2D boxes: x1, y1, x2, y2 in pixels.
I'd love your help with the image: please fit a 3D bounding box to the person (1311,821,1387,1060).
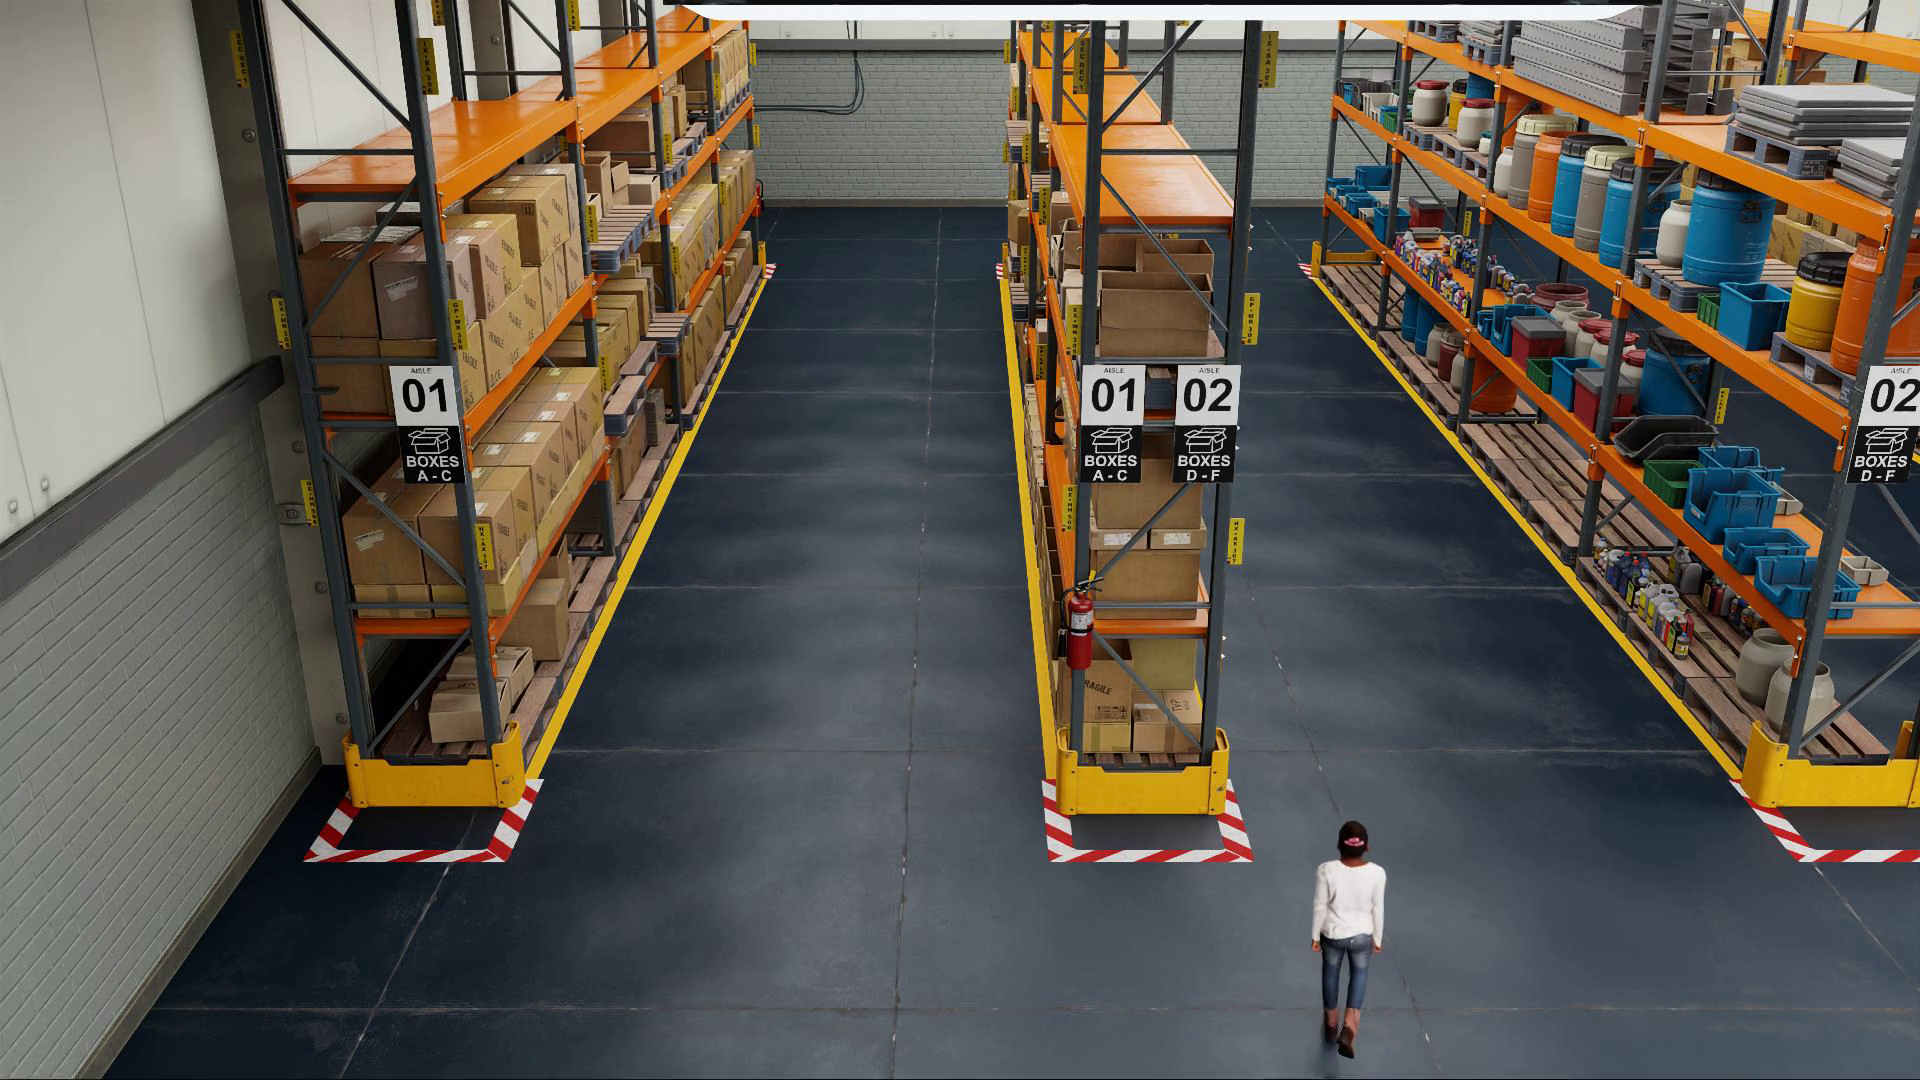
[{"bbox_3d":[2.095,2.165,8.990,0.637,1.445,0.829,5,23,11],"label":"person"}]
